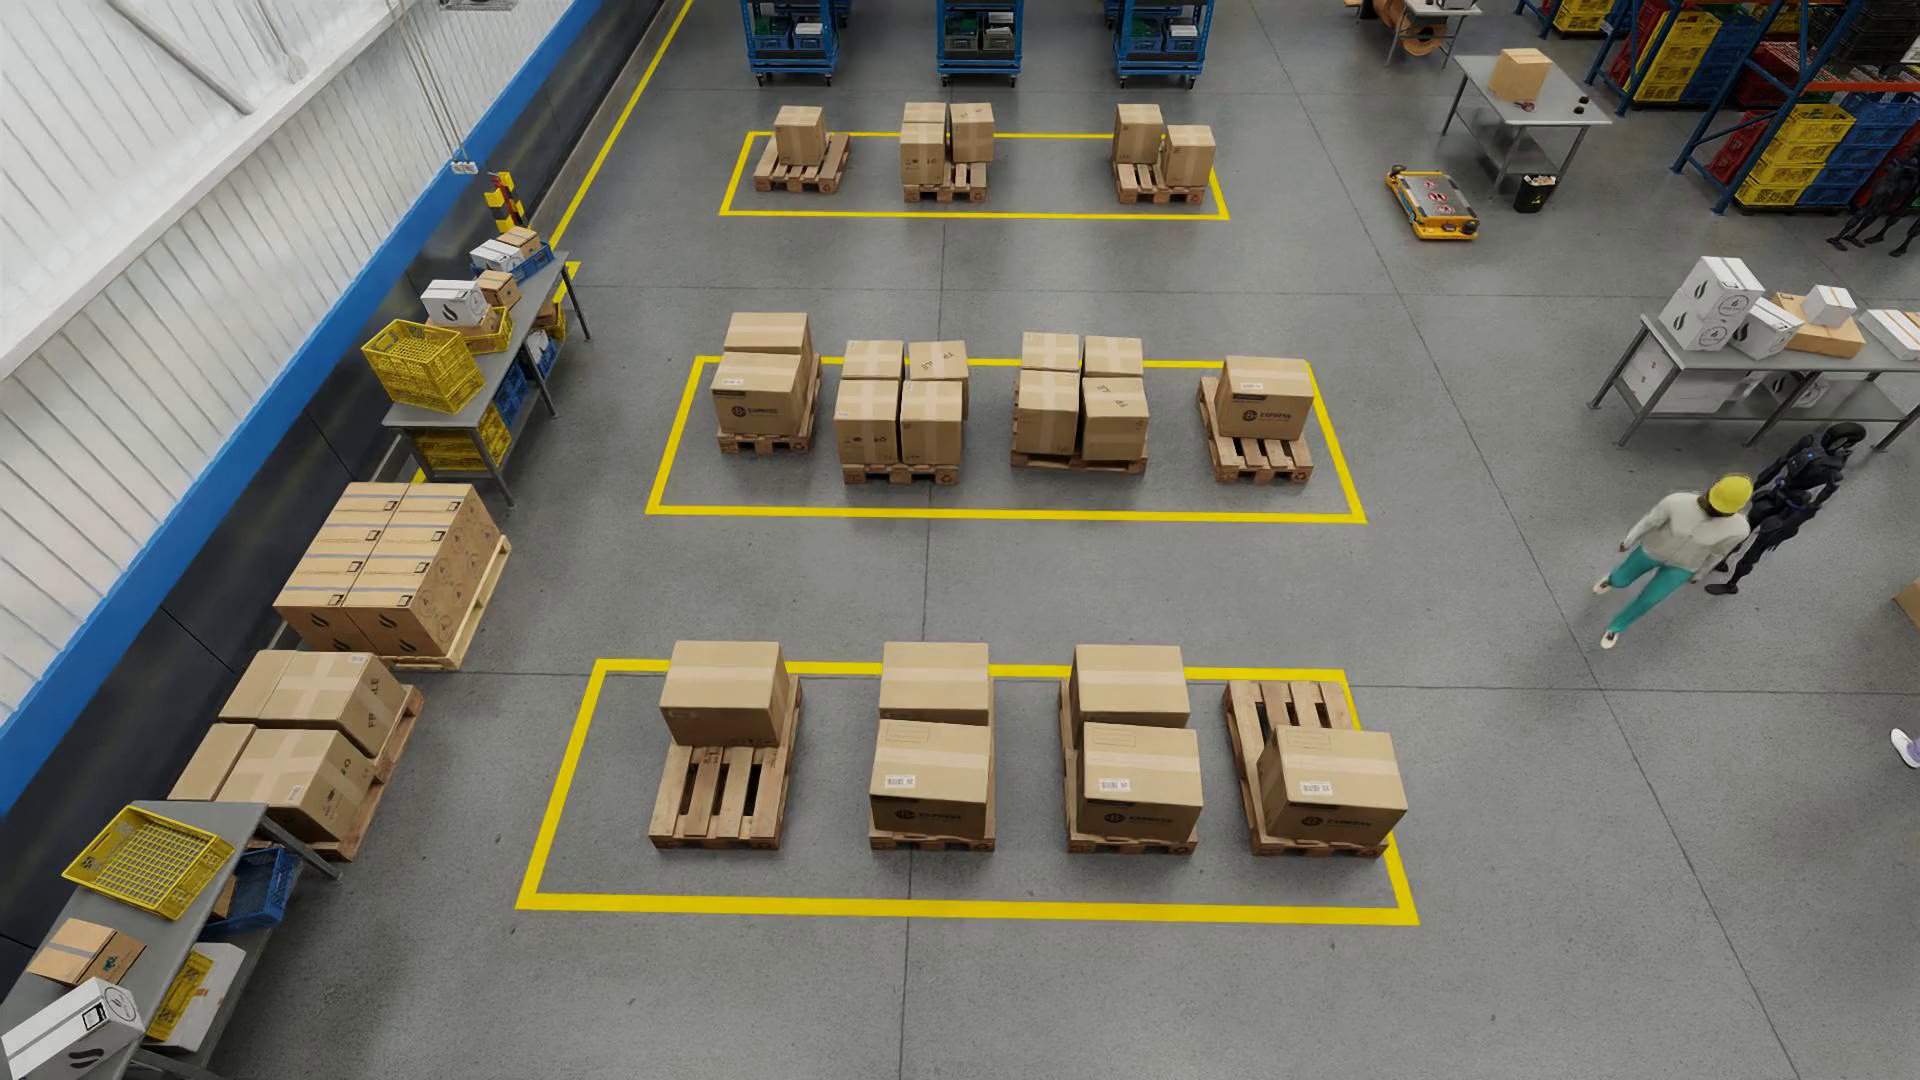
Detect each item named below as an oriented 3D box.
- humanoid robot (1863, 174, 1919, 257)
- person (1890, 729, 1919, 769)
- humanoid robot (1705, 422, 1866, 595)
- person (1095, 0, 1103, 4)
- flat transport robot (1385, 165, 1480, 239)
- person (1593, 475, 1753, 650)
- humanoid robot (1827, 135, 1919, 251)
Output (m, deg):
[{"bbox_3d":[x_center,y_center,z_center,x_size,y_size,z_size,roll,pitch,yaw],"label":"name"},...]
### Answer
[{"bbox_3d":[10.682,-3.917,9.991,0.351,1.647,0.574,-17,51,-14],"label":"humanoid robot"},{"bbox_3d":[6.715,0.896,5.660,0.586,1.929,0.357,17,51,14],"label":"person"},{"bbox_3d":[6.080,-0.245,6.813,0.332,1.651,0.574,8,50,7],"label":"humanoid robot"},{"bbox_3d":[2.512,-9.846,14.988,0.356,1.884,0.574,21,52,18],"label":"person"},{"bbox_3d":[5.692,-4.094,11.059,0.652,0.197,1.431,1,49,1],"label":"flat transport robot"},{"bbox_3d":[5.020,0.082,6.491,0.535,1.738,0.629,32,56,25],"label":"person"},{"bbox_3d":[10.307,-3.961,10.022,0.600,1.656,0.309,-9,50,-8],"label":"humanoid robot"}]
